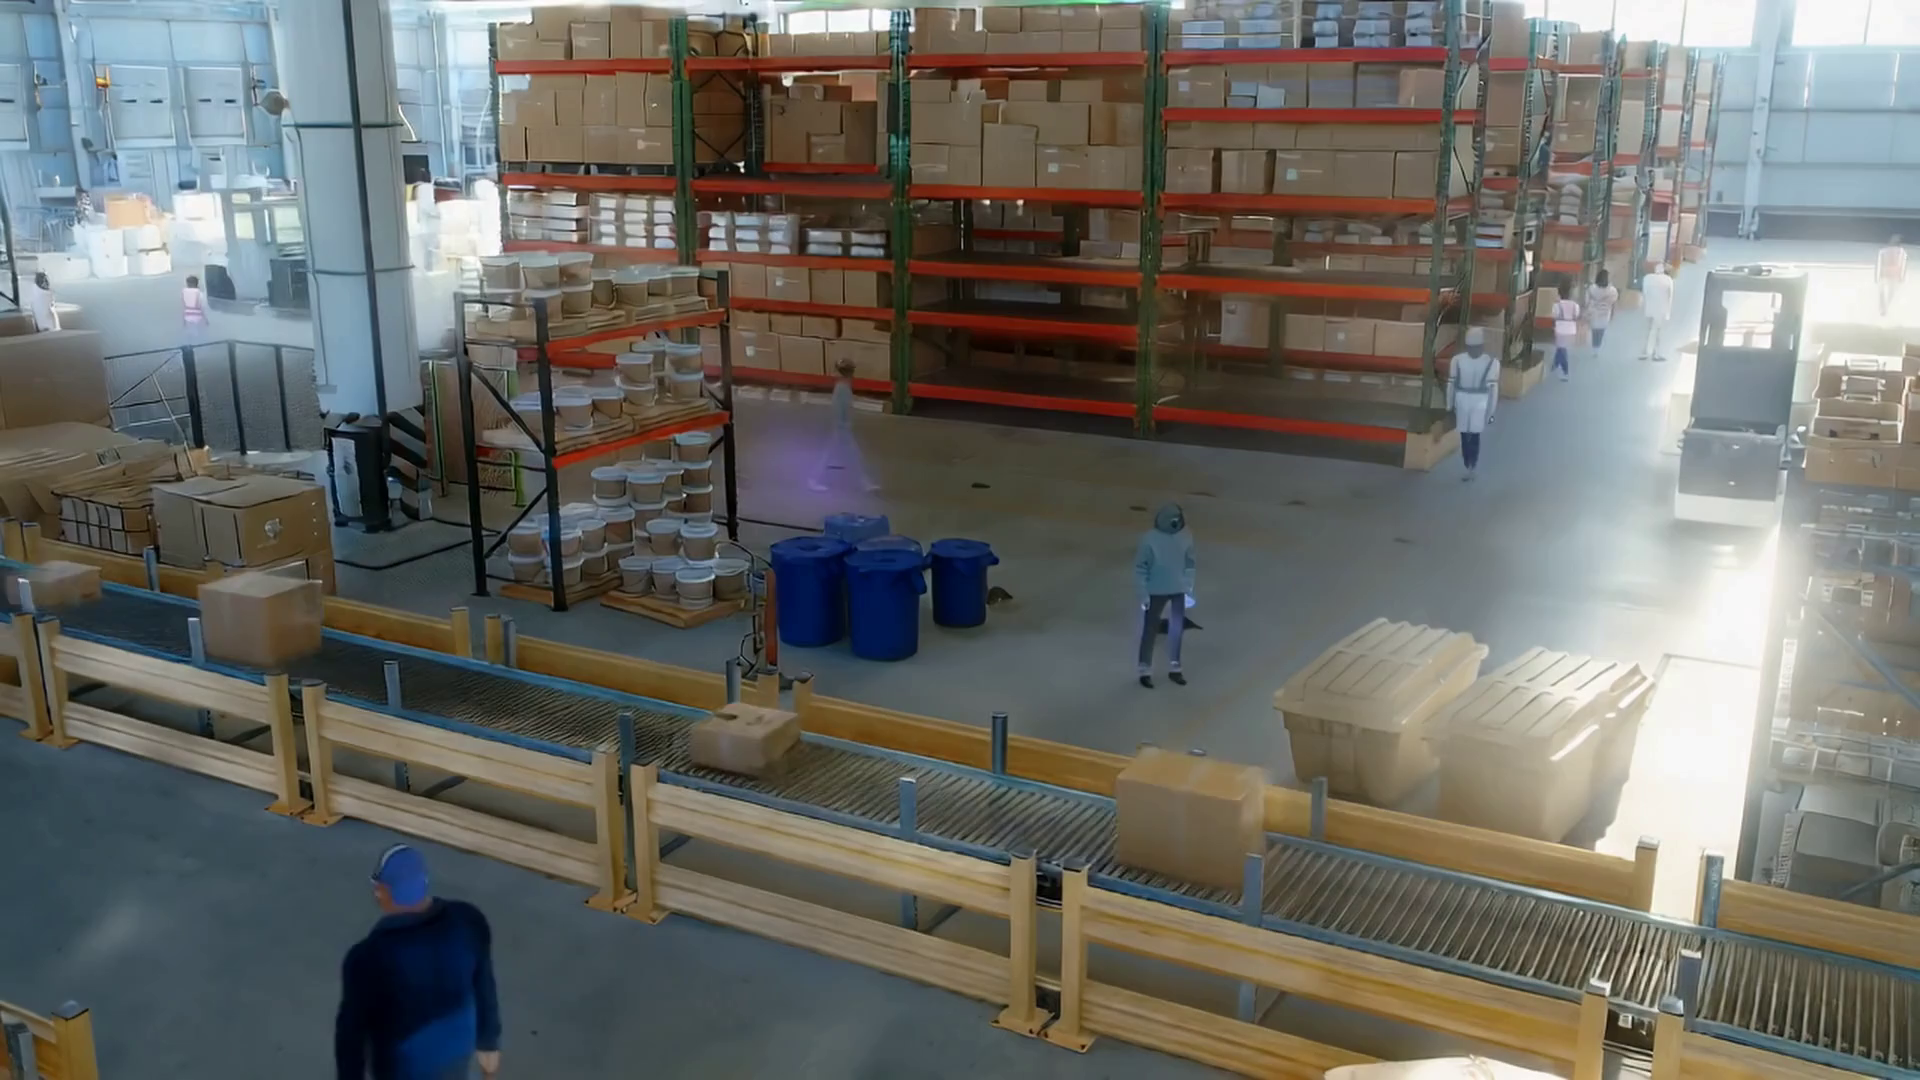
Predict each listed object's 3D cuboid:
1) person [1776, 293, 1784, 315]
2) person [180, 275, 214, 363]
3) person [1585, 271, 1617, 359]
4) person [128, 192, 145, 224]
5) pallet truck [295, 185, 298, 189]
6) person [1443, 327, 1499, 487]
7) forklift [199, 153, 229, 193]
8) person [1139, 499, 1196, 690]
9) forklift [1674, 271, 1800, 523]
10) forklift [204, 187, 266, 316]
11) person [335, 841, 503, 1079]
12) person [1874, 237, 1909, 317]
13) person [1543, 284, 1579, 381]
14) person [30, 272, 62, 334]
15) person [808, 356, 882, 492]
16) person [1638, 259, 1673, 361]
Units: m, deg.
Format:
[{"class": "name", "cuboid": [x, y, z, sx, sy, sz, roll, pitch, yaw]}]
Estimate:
[{"class": "person", "cuboid": [15.583, -4.234, 31.425, 0.280, 1.624, 0.494, 3, 15, 12]}, {"class": "person", "cuboid": [-14.230, -4.121, 30.990, 0.528, 1.620, 0.510, 0, 15, 0]}, {"class": "person", "cuboid": [12.182, -4.310, 31.643, 0.529, 1.660, 0.836, 7, 16, 25]}, {"class": "person", "cuboid": [-26.351, -10.169, 53.223, 0.761, 1.906, 0.488, -3, 15, -13]}, {"class": "pallet truck", "cuboid": [-26.804, -14.617, 69.738, 1.885, 1.965, 0.823, -14, 20, -42]}, {"class": "person", "cuboid": [6.429, -1.672, 21.026, 0.625, 2.016, 0.694, 9, 17, 30]}, {"class": "forklift", "cuboid": [-27.440, -12.865, 61.464, 1.873, 2.768, 1.129, 8, 17, 28]}, {"class": "person", "cuboid": [1.719, 0.448, 13.825, 0.497, 1.627, 0.287, -5, 16, -17]}, {"class": "forklift", "cuboid": [9.269, -1.763, 19.726, 1.129, 2.768, 1.873, 8, 17, 27]}, {"class": "forklift", "cuboid": [-16.305, -6.620, 37.985, 1.873, 2.768, 1.129, 8, 17, 28]}, {"class": "person", "cuboid": [-2.290, 2.147, 6.928, 0.667, 1.883, 0.662, 10, 18, 33]}, {"class": "person", "cuboid": [20.967, -5.932, 37.506, 0.642, 1.789, 0.984, 8, 17, 27]}, {"class": "person", "cuboid": [10.550, -3.653, 29.184, 0.543, 1.640, 0.873, -5, 16, -20]}, {"class": "person", "cuboid": [-15.986, -3.758, 29.164, 0.532, 1.870, 0.319, 4, 15, 13]}, {"class": "person", "cuboid": [-1.478, -1.438, 20.728, 0.916, 1.727, 0.534, 0, 15, 0]}, {"class": "person", "cuboid": [13.064, -4.303, 31.163, 0.399, 1.900, 0.643, -8, 17, -27]}]
